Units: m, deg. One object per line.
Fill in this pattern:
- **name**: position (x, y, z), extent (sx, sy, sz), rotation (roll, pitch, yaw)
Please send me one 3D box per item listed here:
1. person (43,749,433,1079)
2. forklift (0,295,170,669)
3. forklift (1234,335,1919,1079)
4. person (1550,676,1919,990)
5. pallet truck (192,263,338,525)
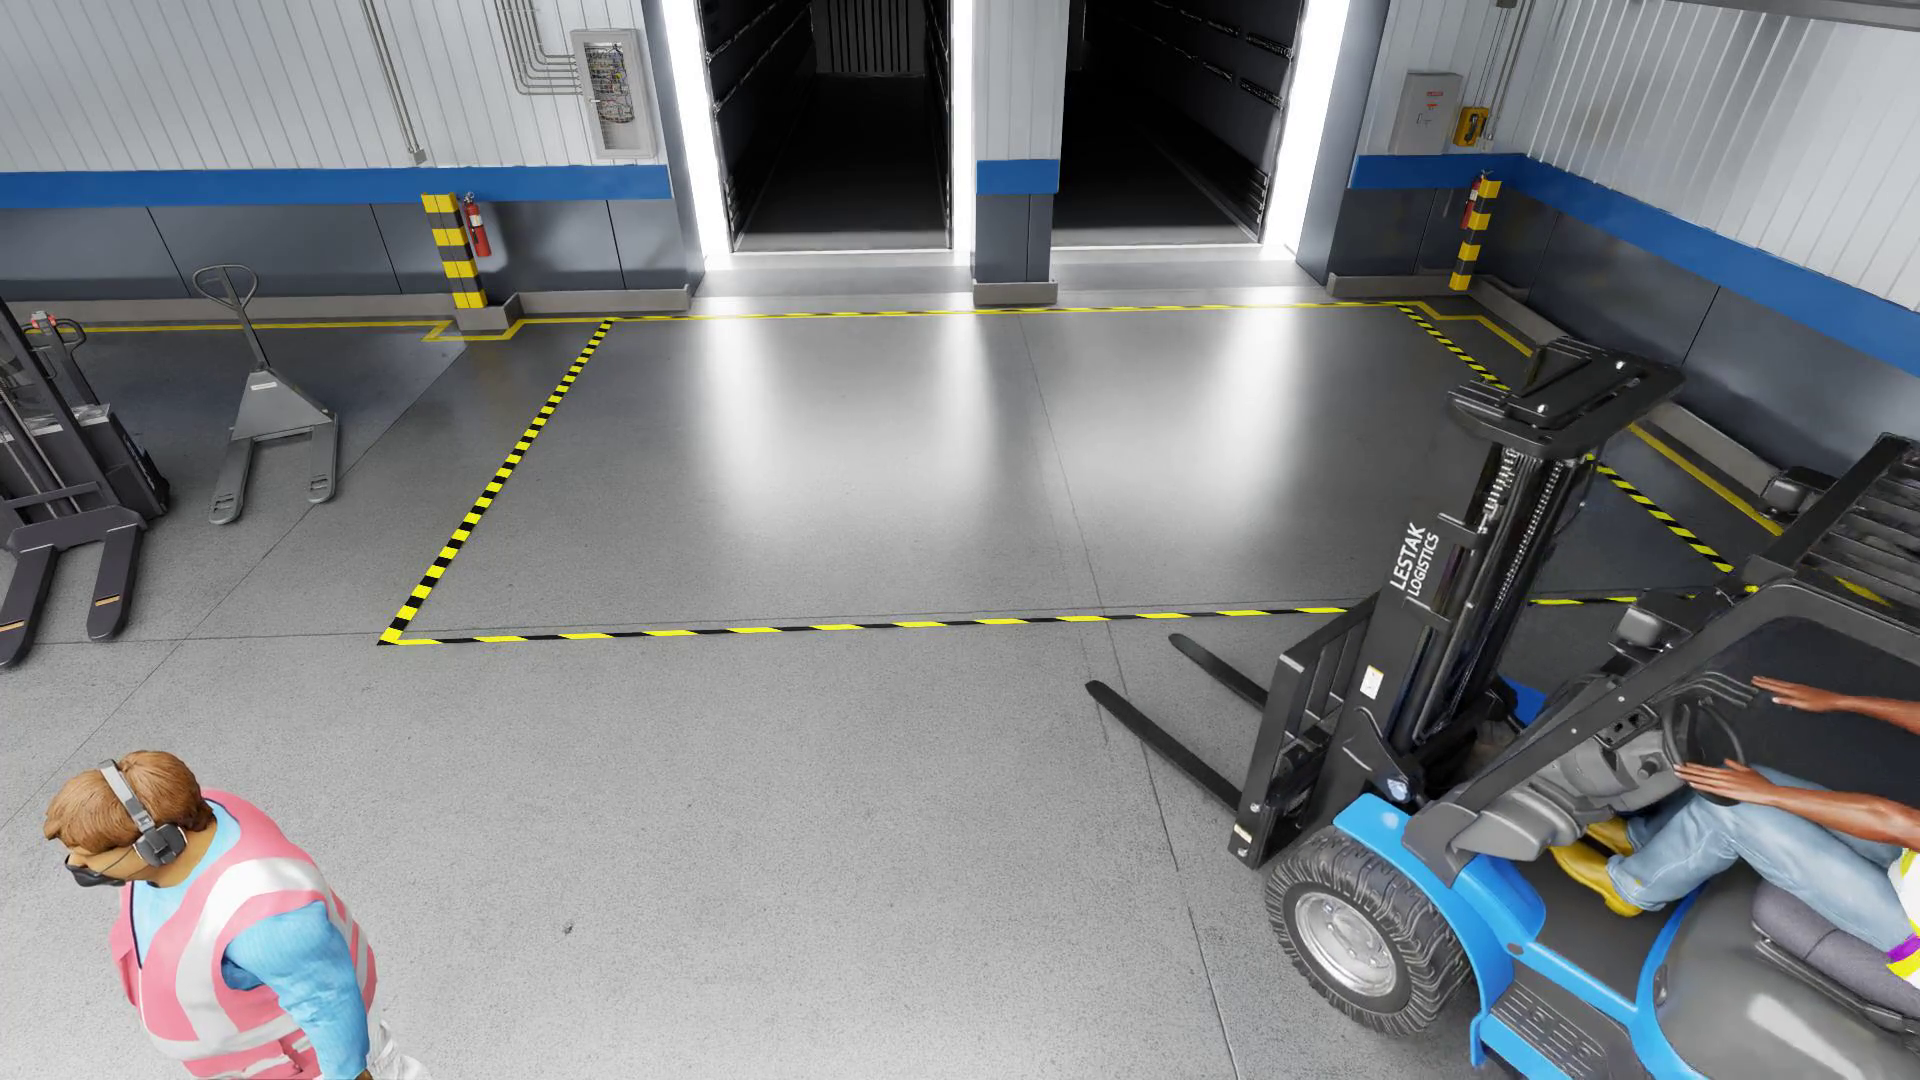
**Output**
- **person**: position (-1.734, 1.223, 2.368), extent (0.620, 1.845, 0.430), rotation (21, 40, 27)
- **forklift**: position (-5.212, -0.618, 4.878), extent (0.823, 1.965, 1.885), rotation (-20, 39, -26)
- **forklift**: position (2.305, 0.846, 2.463), extent (1.157, 2.036, 2.680), rotation (-23, 41, -30)
- **person**: position (2.275, 0.663, 2.399), extent (0.635, 1.293, 1.004), rotation (-23, 41, -30)
- **pallet truck**: position (-4.778, -1.027, 6.128), extent (0.680, 1.201, 1.601), rotation (-17, 38, -23)
